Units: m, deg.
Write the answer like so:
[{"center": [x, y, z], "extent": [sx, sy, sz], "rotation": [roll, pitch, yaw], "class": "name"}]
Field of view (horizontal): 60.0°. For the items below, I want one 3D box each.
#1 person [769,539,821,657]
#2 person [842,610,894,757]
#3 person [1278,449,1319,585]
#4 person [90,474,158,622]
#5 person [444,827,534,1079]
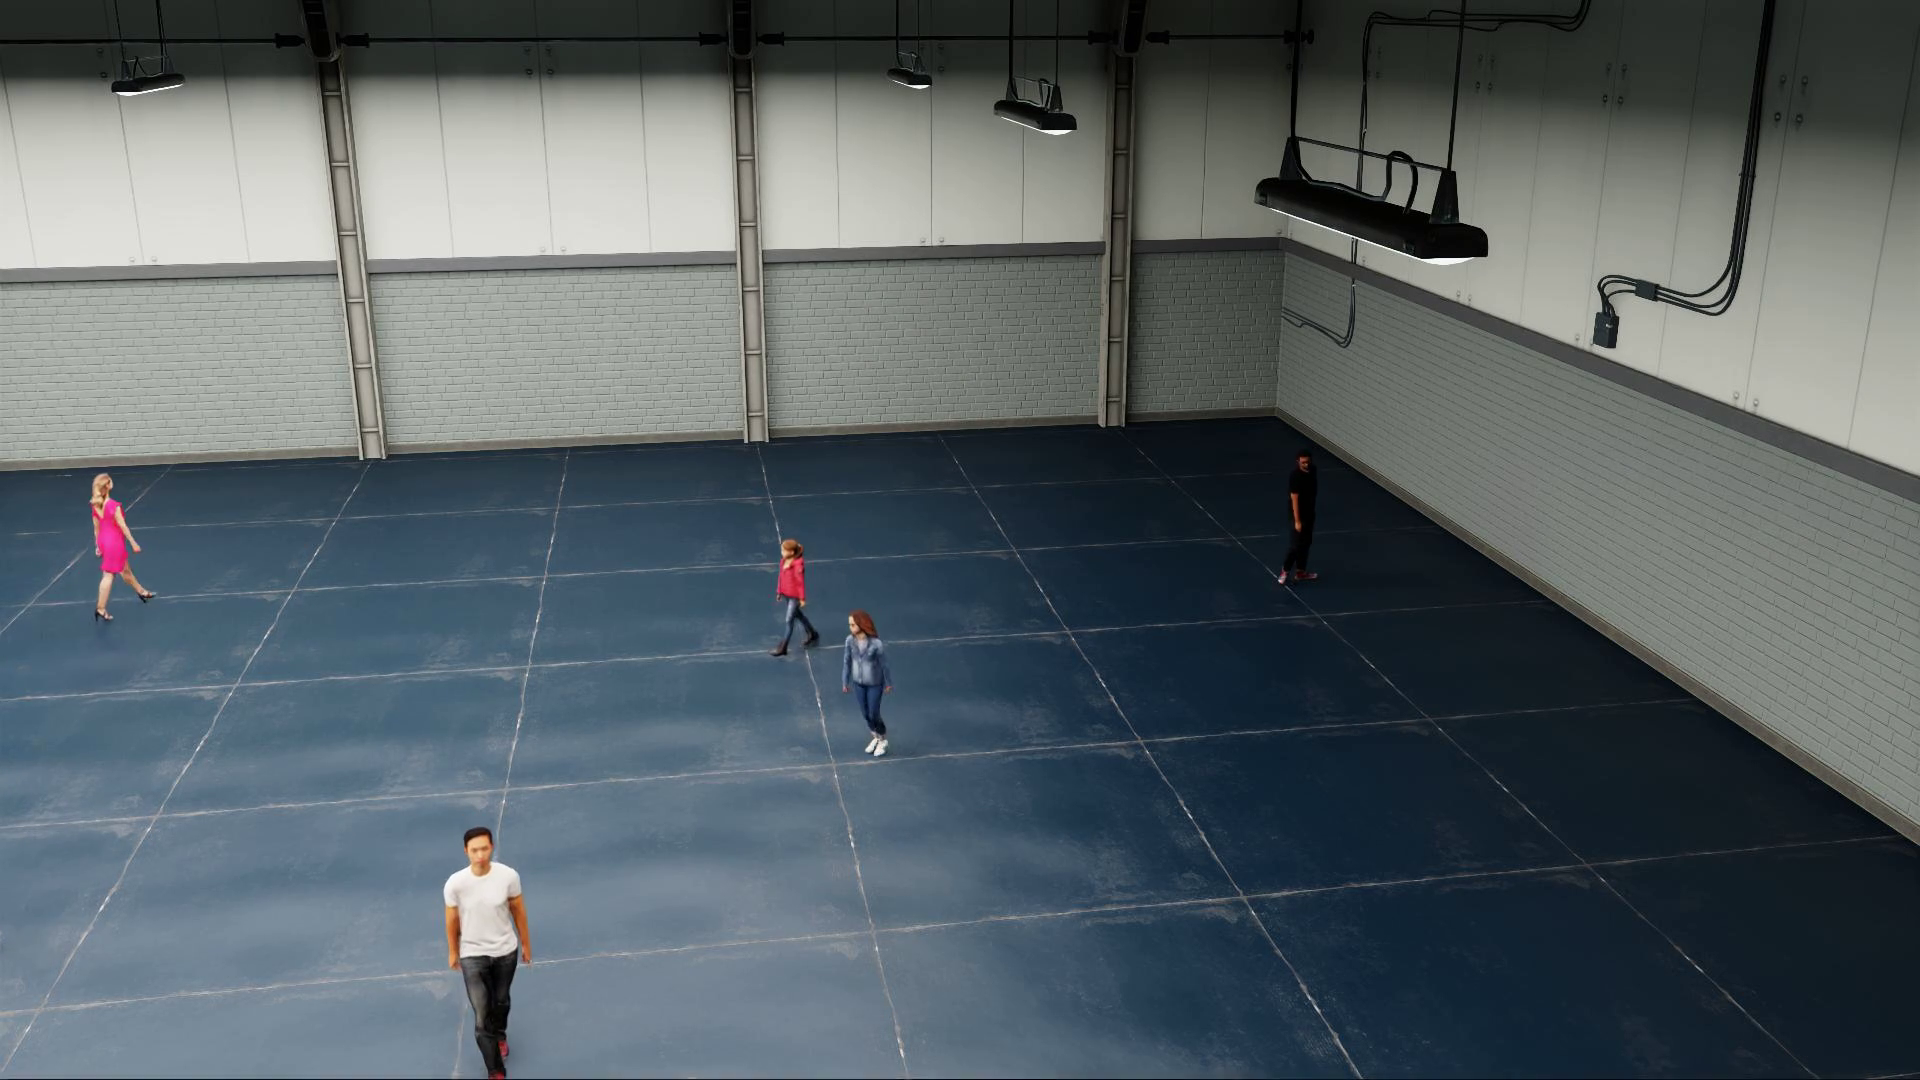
[{"center": [-1.777, 0.608, 18.253], "extent": [0.998, 1.287, 0.810], "rotation": [-14, 22, -36], "class": "person"}, {"center": [-0.818, 1.337, 15.738], "extent": [0.690, 1.457, 0.758], "rotation": [6, 19, 18], "class": "person"}, {"center": [4.198, -0.311, 20.359], "extent": [0.876, 1.731, 0.798], "rotation": [7, 19, 21], "class": "person"}, {"center": [-9.827, 0.115, 19.118], "extent": [1.021, 1.689, 1.070], "rotation": [12, 21, 32], "class": "person"}, {"center": [-3.145, 2.690, 11.068], "extent": [1.056, 1.777, 0.915], "rotation": [-9, 20, -25], "class": "person"}]
